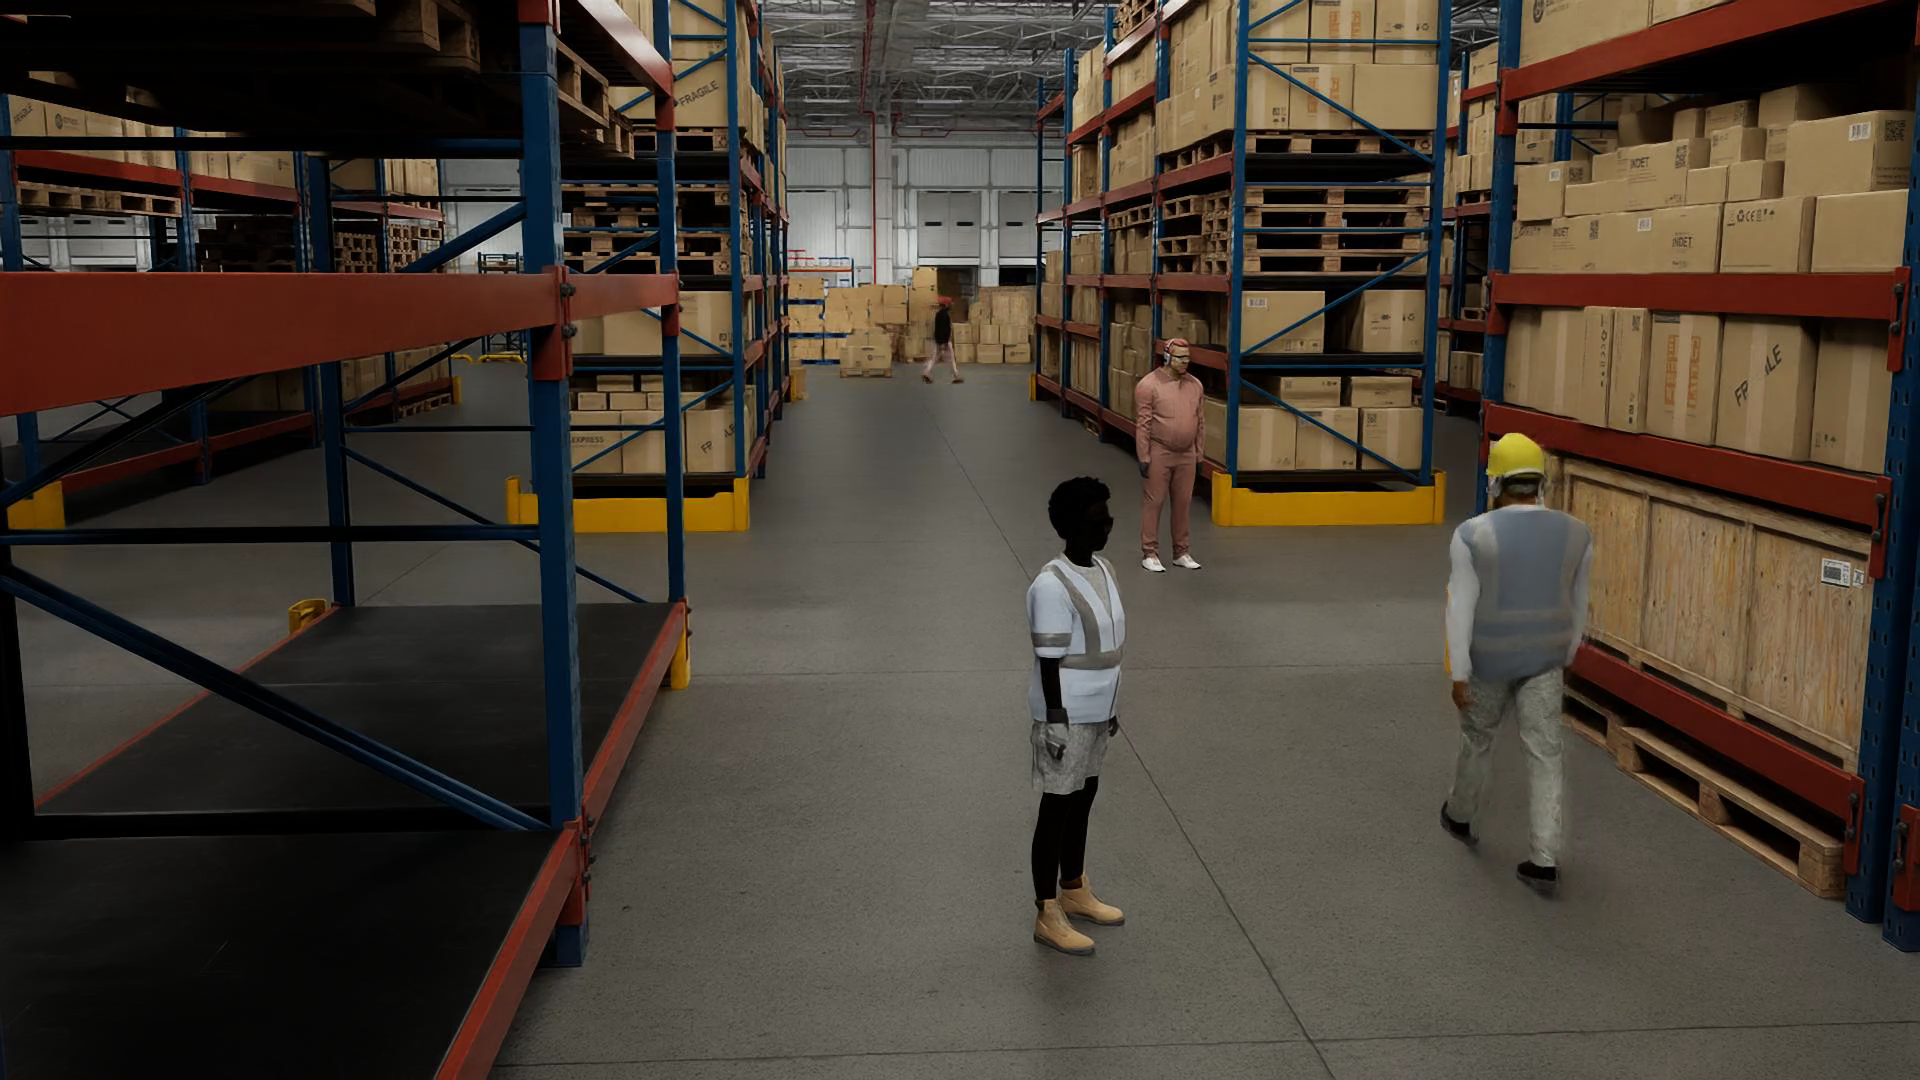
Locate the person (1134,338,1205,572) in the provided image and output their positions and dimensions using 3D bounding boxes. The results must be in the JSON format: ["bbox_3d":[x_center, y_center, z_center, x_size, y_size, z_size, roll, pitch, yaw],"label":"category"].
[{"bbox_3d":[1.729,-0.687,13.531,0.642,1.900,0.400,-4,10,-25],"label":"person"}]

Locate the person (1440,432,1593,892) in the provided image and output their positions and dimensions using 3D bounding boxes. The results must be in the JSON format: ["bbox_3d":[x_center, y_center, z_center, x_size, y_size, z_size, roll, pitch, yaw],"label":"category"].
[{"bbox_3d":[2.236,0.459,6.713,0.601,1.786,0.951,0,9,0],"label":"person"}]

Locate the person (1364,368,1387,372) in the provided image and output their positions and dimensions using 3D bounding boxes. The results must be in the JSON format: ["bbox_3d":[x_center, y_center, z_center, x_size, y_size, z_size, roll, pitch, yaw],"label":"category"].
[{"bbox_3d":[6.642,-2.733,26.551,0.429,1.840,0.627,5,10,30],"label":"person"}]

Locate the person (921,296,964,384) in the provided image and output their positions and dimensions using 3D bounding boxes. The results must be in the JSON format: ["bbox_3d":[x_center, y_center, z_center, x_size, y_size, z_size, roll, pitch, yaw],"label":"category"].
[{"bbox_3d":[-0.416,-4.403,36.706,0.995,1.957,0.616,-5,11,-31],"label":"person"}]

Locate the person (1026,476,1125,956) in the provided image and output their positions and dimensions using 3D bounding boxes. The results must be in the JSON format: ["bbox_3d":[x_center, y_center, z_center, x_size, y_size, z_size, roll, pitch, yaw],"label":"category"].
[{"bbox_3d":[0.422,0.614,5.980,0.318,1.697,0.535,5,10,27],"label":"person"}]
